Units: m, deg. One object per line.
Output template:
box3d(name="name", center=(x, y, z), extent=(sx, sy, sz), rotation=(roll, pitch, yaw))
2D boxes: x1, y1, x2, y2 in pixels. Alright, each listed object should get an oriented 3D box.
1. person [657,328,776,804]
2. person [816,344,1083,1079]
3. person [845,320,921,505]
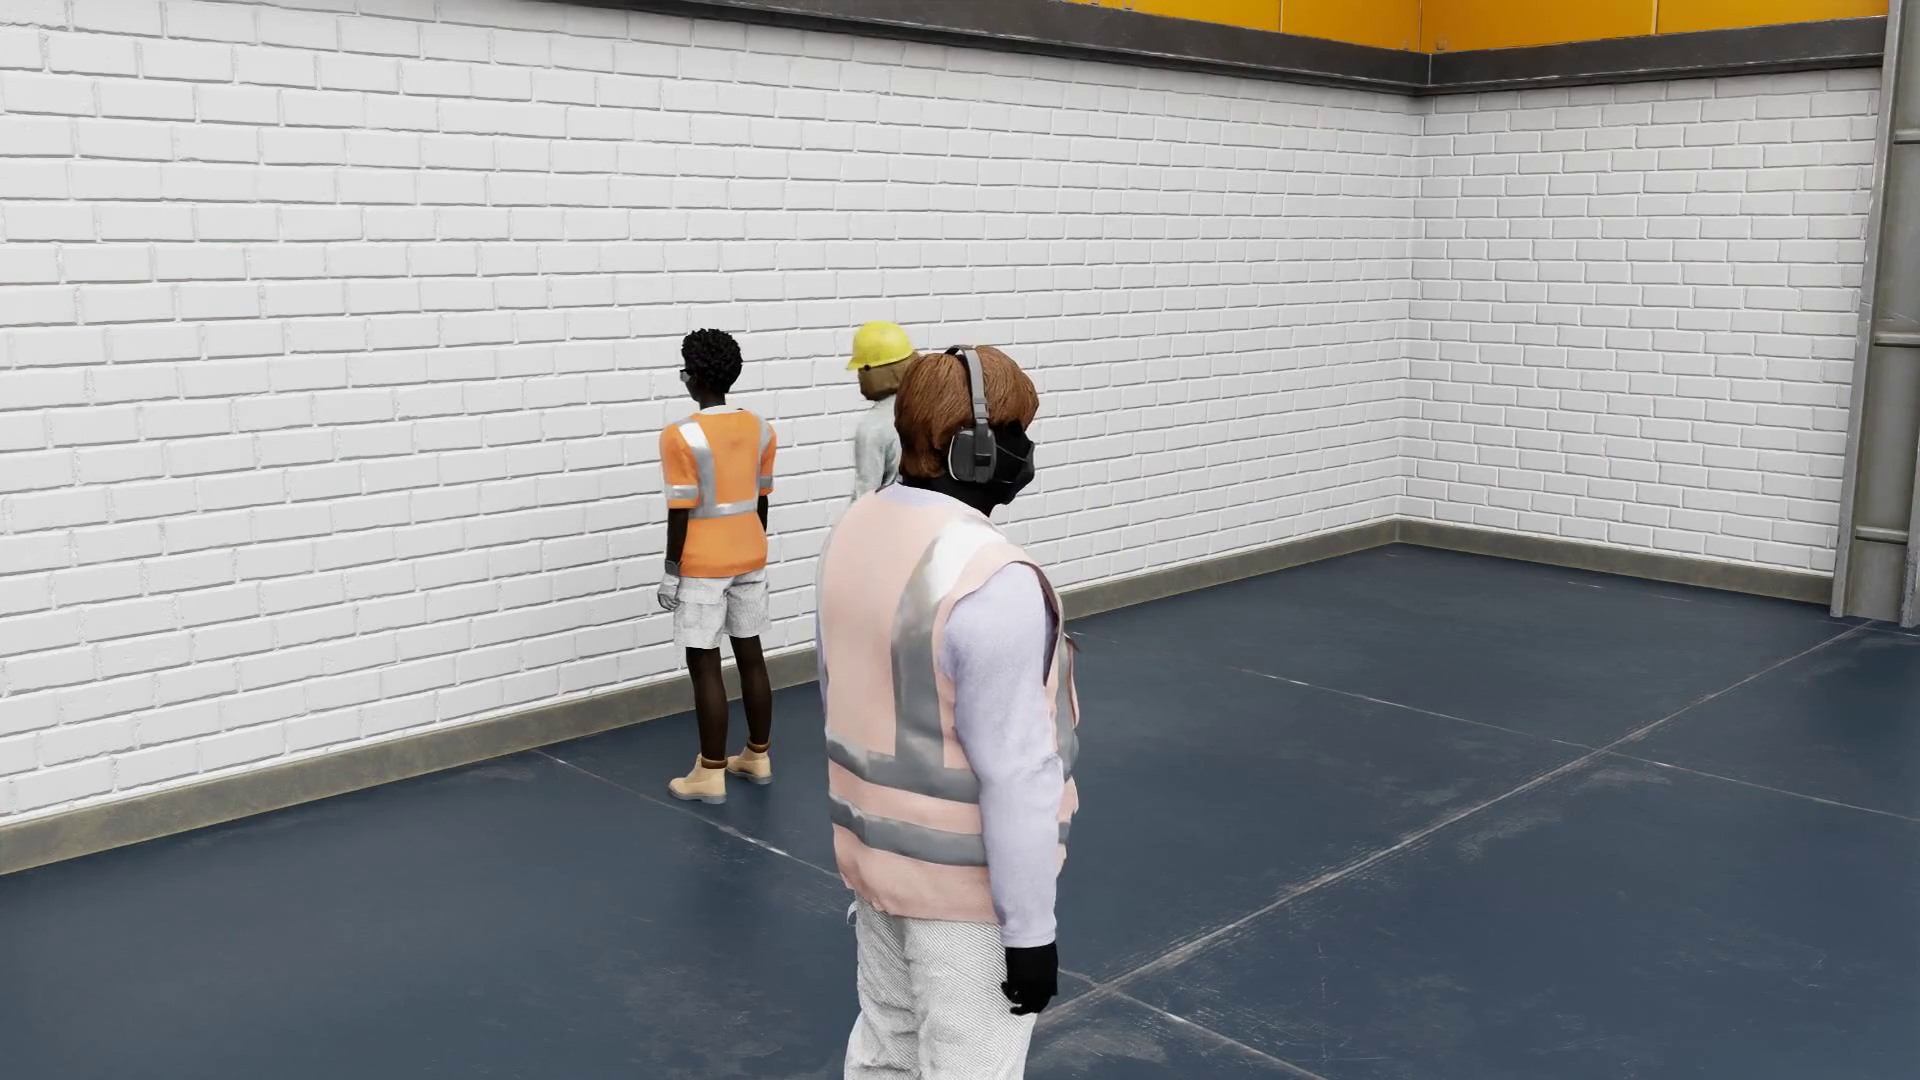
box3d(name="person", center=(-0.876, 0.092, 5.978), extent=(0.316, 1.695, 0.542), rotation=(7, 13, 35))
box3d(name="person", center=(-0.007, 0.582, 2.916), extent=(0.429, 1.842, 0.630), rotation=(-6, 12, -29))
box3d(name="person", center=(-0.196, 0.045, 6.205), extent=(0.416, 1.709, 0.545), rotation=(8, 13, 38))
